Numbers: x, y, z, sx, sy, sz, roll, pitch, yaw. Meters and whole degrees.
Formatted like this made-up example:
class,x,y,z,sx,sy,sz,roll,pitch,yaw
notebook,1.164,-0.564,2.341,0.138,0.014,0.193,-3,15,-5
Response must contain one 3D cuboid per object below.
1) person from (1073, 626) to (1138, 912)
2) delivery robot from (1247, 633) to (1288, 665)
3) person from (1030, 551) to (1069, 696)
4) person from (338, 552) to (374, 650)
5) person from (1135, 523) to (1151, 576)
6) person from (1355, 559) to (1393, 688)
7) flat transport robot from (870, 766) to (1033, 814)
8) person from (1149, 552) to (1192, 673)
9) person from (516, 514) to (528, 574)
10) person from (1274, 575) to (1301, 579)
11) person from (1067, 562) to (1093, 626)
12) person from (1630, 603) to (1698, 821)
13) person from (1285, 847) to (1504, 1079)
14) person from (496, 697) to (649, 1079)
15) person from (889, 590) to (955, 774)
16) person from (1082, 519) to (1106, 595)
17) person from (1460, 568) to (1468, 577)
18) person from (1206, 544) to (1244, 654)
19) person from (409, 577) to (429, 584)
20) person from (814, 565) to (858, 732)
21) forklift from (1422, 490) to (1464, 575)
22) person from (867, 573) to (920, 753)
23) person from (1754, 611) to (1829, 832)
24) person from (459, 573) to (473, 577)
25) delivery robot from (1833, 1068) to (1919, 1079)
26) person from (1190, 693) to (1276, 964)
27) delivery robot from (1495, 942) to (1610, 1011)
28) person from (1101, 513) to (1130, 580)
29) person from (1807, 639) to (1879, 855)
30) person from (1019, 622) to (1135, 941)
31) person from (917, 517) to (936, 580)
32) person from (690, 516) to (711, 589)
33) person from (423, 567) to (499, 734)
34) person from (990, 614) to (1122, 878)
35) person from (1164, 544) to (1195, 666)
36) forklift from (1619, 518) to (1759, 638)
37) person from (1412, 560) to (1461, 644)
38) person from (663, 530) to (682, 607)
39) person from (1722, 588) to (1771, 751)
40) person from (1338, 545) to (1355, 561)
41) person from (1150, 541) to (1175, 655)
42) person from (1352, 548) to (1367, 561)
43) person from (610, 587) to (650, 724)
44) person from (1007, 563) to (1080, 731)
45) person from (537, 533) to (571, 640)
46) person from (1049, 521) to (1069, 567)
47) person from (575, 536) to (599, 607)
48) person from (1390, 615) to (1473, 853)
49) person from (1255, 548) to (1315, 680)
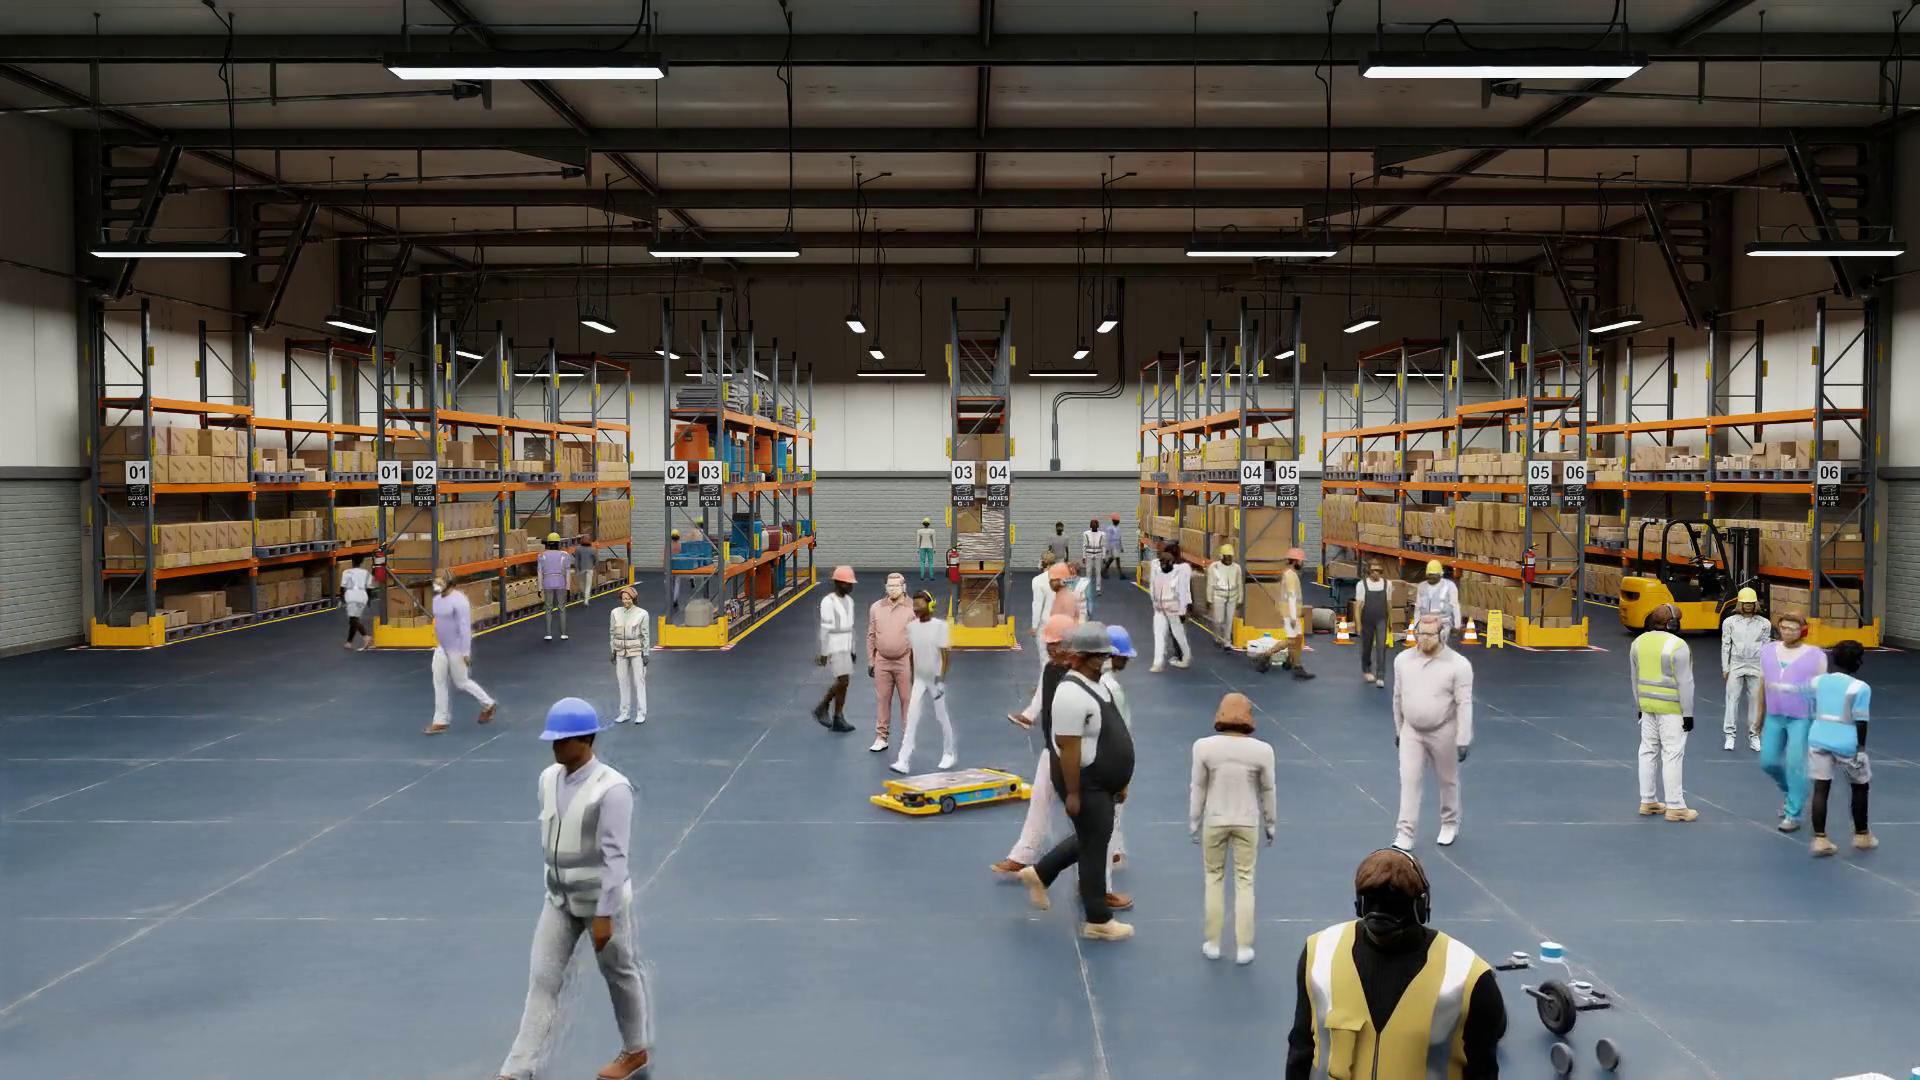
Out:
class,x,y,z,sx,sy,sz,roll,pitch,yaw
person,0.971,1.552,11.089,0.385,1.929,0.703,-1,2,-13
delivery robot,4.673,1.654,24.551,0.477,0.478,0.707,-1,2,-21
person,1.180,1.116,21.565,0.635,1.939,0.366,-2,3,-44
person,-10.120,1.036,27.181,0.782,1.658,0.575,2,3,36
person,5.340,0.249,47.139,0.502,1.636,0.277,-1,2,-20
person,5.818,1.146,22.722,0.540,1.794,0.914,0,2,7
flat transport robot,-0.037,2.239,14.504,1.431,0.197,0.652,-2,3,-37
person,3.214,1.077,24.446,0.646,1.808,0.915,2,3,39
person,-11.114,0.313,41.333,0.642,1.975,0.589,0,2,6
person,9.251,0.118,45.898,0.974,2.003,0.632,1,3,25
person,1.733,1.145,24.795,0.547,1.608,0.728,1,2,21
person,6.089,1.467,13.929,0.429,1.845,0.621,-1,2,-21
person,1.268,1.830,4.793,0.627,1.844,0.429,1,3,26
person,-1.820,1.690,7.584,0.638,1.891,0.983,2,3,34
person,-0.322,1.400,16.011,0.536,1.816,0.995,1,3,28
person,3.305,0.419,39.795,0.573,1.883,0.355,0,2,6
person,11.795,0.516,37.325,0.563,1.895,0.993,0,2,-1
person,4.391,0.970,26.695,0.620,1.815,0.431,0,2,-11
person,-11.756,0.647,34.983,0.588,1.811,0.461,0,2,-5
person,-1.374,1.244,18.547,0.434,1.913,0.561,1,3,29
forklift,13.926,-0.371,47.846,1.873,2.768,1.129,0,2,0
person,-0.695,1.302,17.219,0.645,1.913,0.409,1,2,14
person,6.925,1.492,13.459,0.448,1.827,0.589,-2,3,-34
person,-10.629,0.648,34.379,0.552,1.851,0.449,0,2,1
delivery robot,3.872,2.372,6.478,0.477,0.478,0.707,-1,2,-20
person,1.659,1.740,9.815,0.512,1.621,0.309,0,2,9
delivery robot,3.010,2.174,8.229,0.335,0.223,0.698,-1,2,-15
person,4.360,0.186,45.661,0.983,1.892,0.560,1,3,33
person,6.912,1.604,12.593,0.750,1.658,0.531,-1,3,-30
person,0.759,1.530,10.395,0.733,2.000,0.698,1,2,15
person,-0.946,0.251,45.460,0.525,1.769,0.327,0,2,3
person,-6.701,0.331,41.729,0.596,1.904,0.681,1,2,21
person,-5.758,1.253,18.588,0.649,1.909,0.844,2,3,40
person,0.767,1.510,11.821,1.046,1.936,0.628,-1,3,-28
person,3.304,1.006,25.009,0.618,1.884,0.630,2,3,45
forklift,13.417,0.684,29.791,2.313,2.155,1.214,0,2,0
person,6.523,1.164,22.246,0.798,1.781,0.622,-2,3,-40
person,-6.437,0.629,36.499,0.530,1.729,0.901,0,2,-4
person,8.439,1.380,17.323,0.492,1.743,0.296,1,2,13
person,10.770,0.197,44.863,0.545,1.921,0.661,0,2,4
person,3.400,0.958,26.491,0.598,1.866,0.619,-1,2,-13
person,11.346,0.170,45.955,0.515,1.890,0.650,0,2,-12
person,-3.914,1.366,19.178,0.507,1.630,0.323,1,2,18
person,1.107,1.238,18.444,1.068,1.930,0.624,-1,2,-16
person,-7.267,0.833,28.900,0.587,1.922,0.383,-1,2,-15
person,2.391,0.457,39.234,0.524,1.851,0.671,0,2,7
person,-8.425,0.695,36.432,0.514,1.593,0.841,0,2,-5
person,3.693,1.513,12.664,0.661,1.850,1.006,2,3,34
person,4.702,1.063,23.327,0.797,1.901,0.589,0,2,10
